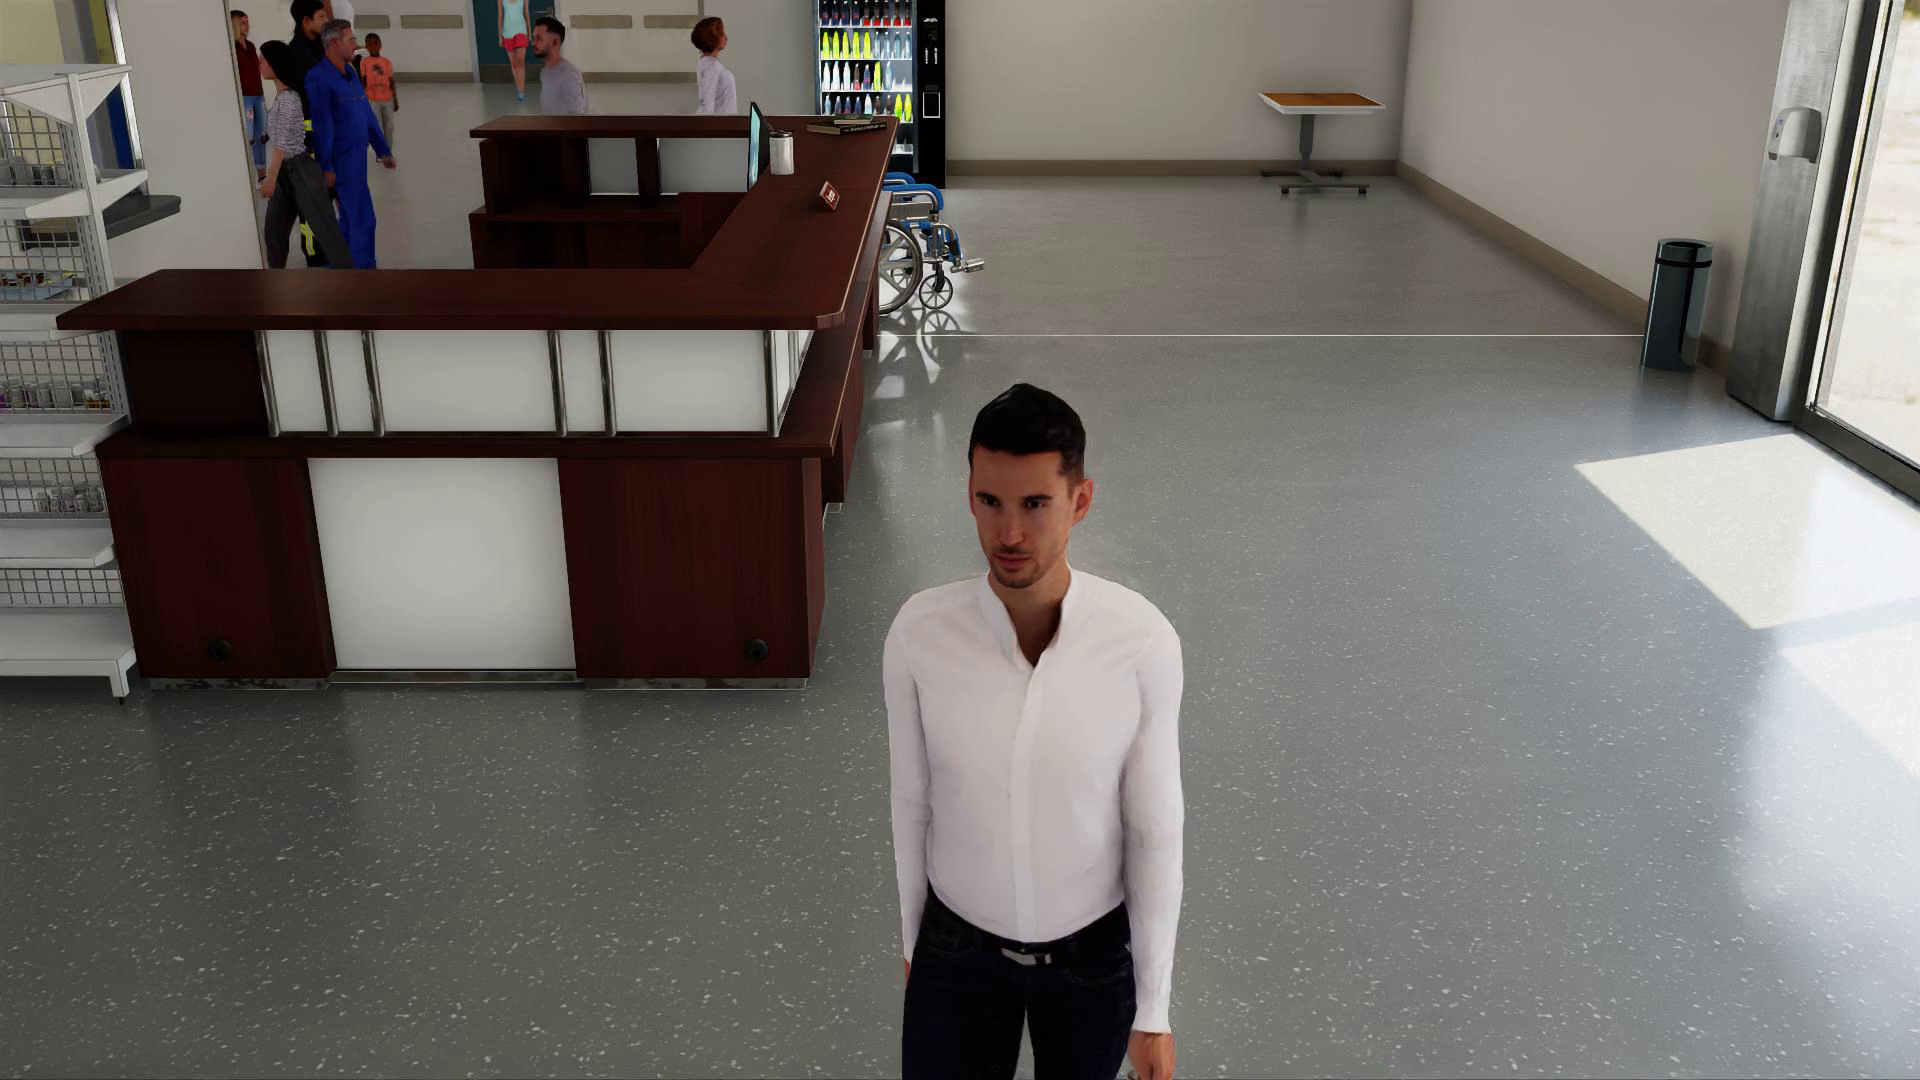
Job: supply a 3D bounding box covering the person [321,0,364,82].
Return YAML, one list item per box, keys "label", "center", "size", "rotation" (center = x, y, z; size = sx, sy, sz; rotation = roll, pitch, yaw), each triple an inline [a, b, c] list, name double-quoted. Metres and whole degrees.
- label: "person"
  center: [-8.832, -7.171, 23.602]
  size: [1.009, 1.660, 0.844]
  rotation: [8, 22, 19]

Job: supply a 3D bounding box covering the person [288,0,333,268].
- label: "person"
  center: [-4.780, -2.991, 12.202]
  size: [0.811, 1.919, 0.861]
  rotation: [-7, 22, -18]

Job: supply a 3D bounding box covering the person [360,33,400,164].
- label: "person"
  center: [-6.049, -4.603, 17.328]
  size: [0.588, 1.302, 0.651]
  rotation: [-7, 22, -18]

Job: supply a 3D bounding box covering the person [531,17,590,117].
- label: "person"
  center: [-2.601, -2.610, 11.348]
  size: [1.103, 1.811, 1.016]
  rotation: [-13, 25, -32]

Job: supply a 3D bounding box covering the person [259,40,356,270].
- label: "person"
  center: [-4.146, -2.310, 10.713]
  size: [1.112, 1.700, 0.955]
  rotation: [-13, 25, -32]

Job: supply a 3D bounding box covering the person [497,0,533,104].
- label: "person"
  center: [-6.040, -6.808, 22.561]
  size: [1.202, 1.720, 0.810]
  rotation: [-4, 21, -11]

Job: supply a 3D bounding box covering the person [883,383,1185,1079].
- label: "person"
  center: [0.133, 0.623, 2.770]
  size: [1.026, 1.841, 0.735]
  rotation: [2, 21, 4]

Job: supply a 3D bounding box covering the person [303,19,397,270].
- label: "person"
  center: [-4.205, -2.543, 11.175]
  size: [0.814, 1.809, 0.758]
  rotation: [2, 21, 5]

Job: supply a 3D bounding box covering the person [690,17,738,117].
- label: "person"
  center: [-2.087, -3.322, 13.422]
  size: [1.137, 1.673, 0.825]
  rotation: [-6, 21, -15]

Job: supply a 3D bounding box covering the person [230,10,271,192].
- label: "person"
  center: [-6.658, -4.104, 15.544]
  size: [0.578, 1.632, 0.629]
  rotation: [4, 21, 11]
